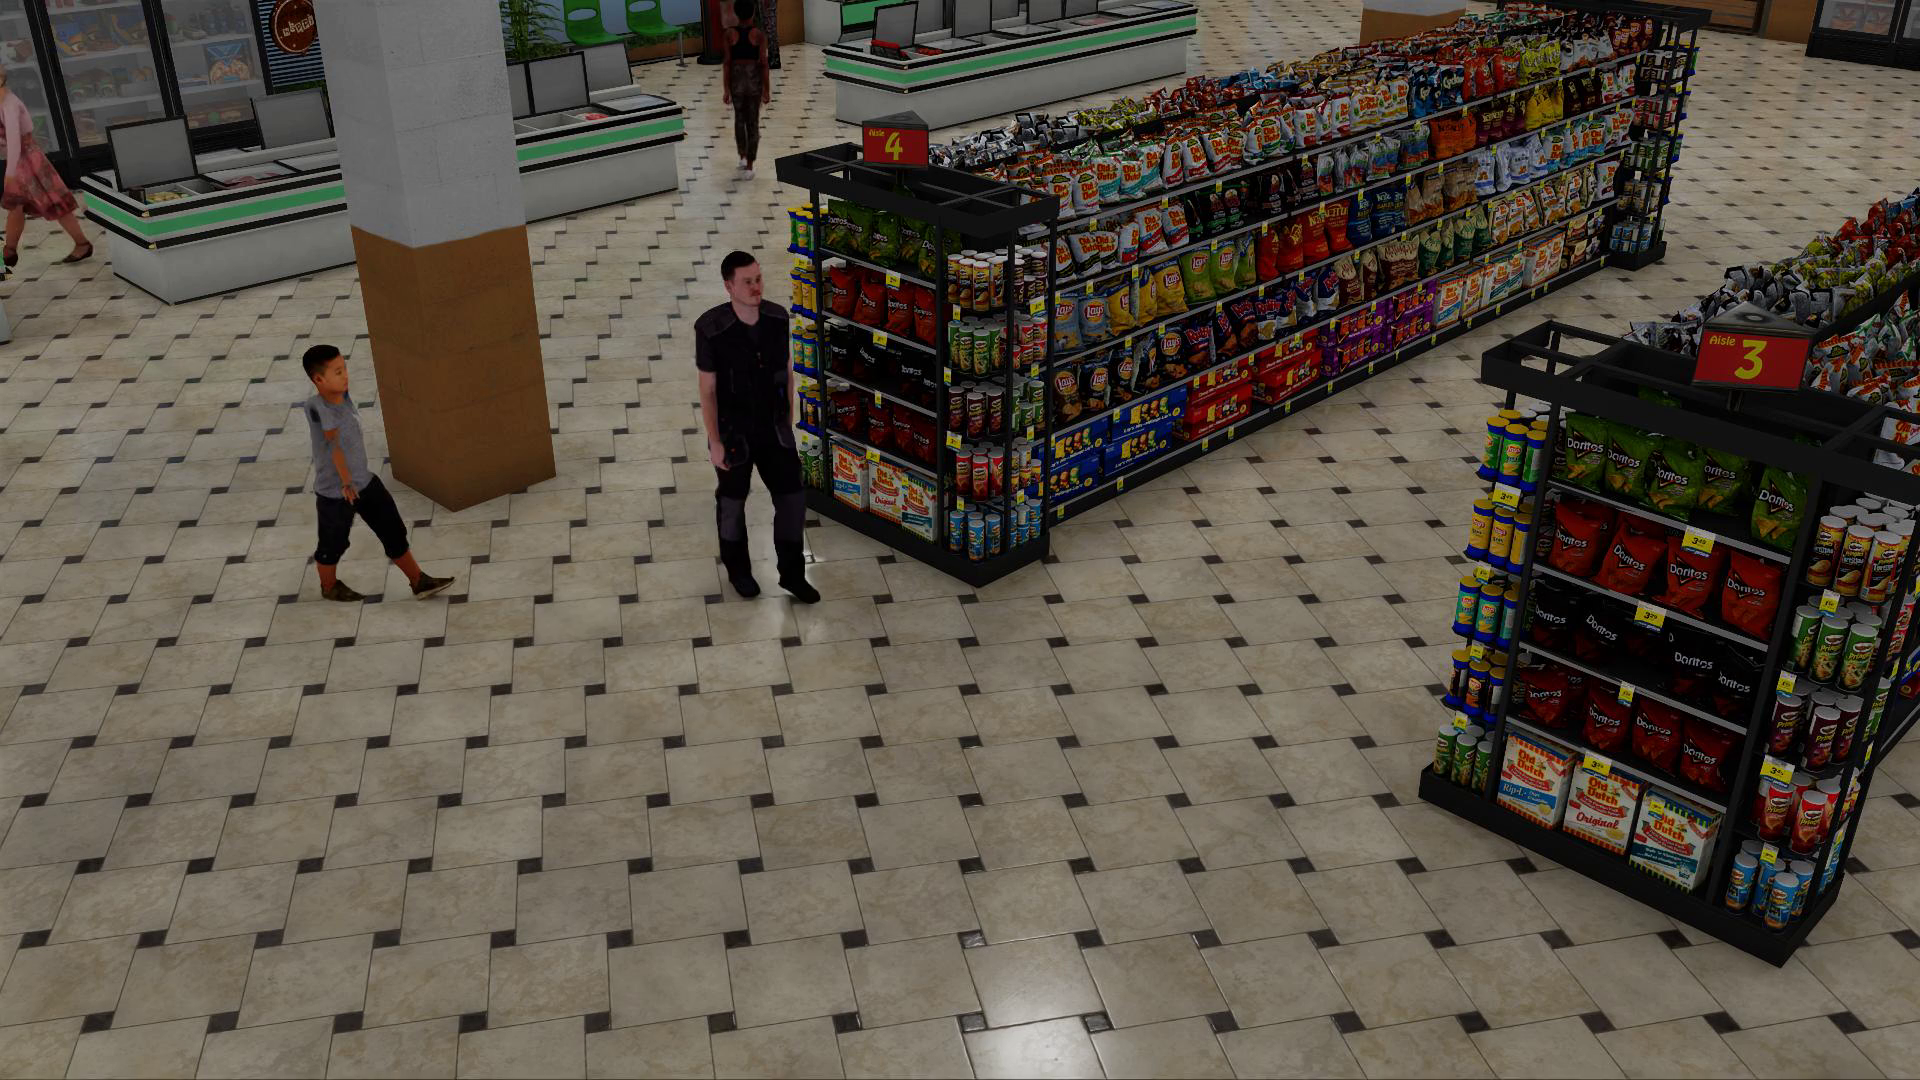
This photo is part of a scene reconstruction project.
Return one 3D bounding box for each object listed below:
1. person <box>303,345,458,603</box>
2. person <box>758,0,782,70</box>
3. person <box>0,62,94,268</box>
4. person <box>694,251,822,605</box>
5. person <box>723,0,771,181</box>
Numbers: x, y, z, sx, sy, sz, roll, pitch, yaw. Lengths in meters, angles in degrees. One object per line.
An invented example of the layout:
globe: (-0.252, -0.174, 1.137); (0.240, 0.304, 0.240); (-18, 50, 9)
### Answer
person: (-3.158, -0.340, 8.334); (0.993, 1.431, 0.987); (3, 27, 7)
person: (-2.385, -6.738, 20.639); (0.699, 1.713, 0.672); (-9, 28, -16)
person: (-7.383, -3.001, 13.340); (1.005, 1.649, 0.630); (-24, 35, -38)
person: (-1.103, -0.567, 8.344); (0.799, 1.826, 0.859); (-15, 31, -28)
person: (-2.033, -4.264, 15.788); (0.742, 1.687, 0.803); (-1, 27, -1)
